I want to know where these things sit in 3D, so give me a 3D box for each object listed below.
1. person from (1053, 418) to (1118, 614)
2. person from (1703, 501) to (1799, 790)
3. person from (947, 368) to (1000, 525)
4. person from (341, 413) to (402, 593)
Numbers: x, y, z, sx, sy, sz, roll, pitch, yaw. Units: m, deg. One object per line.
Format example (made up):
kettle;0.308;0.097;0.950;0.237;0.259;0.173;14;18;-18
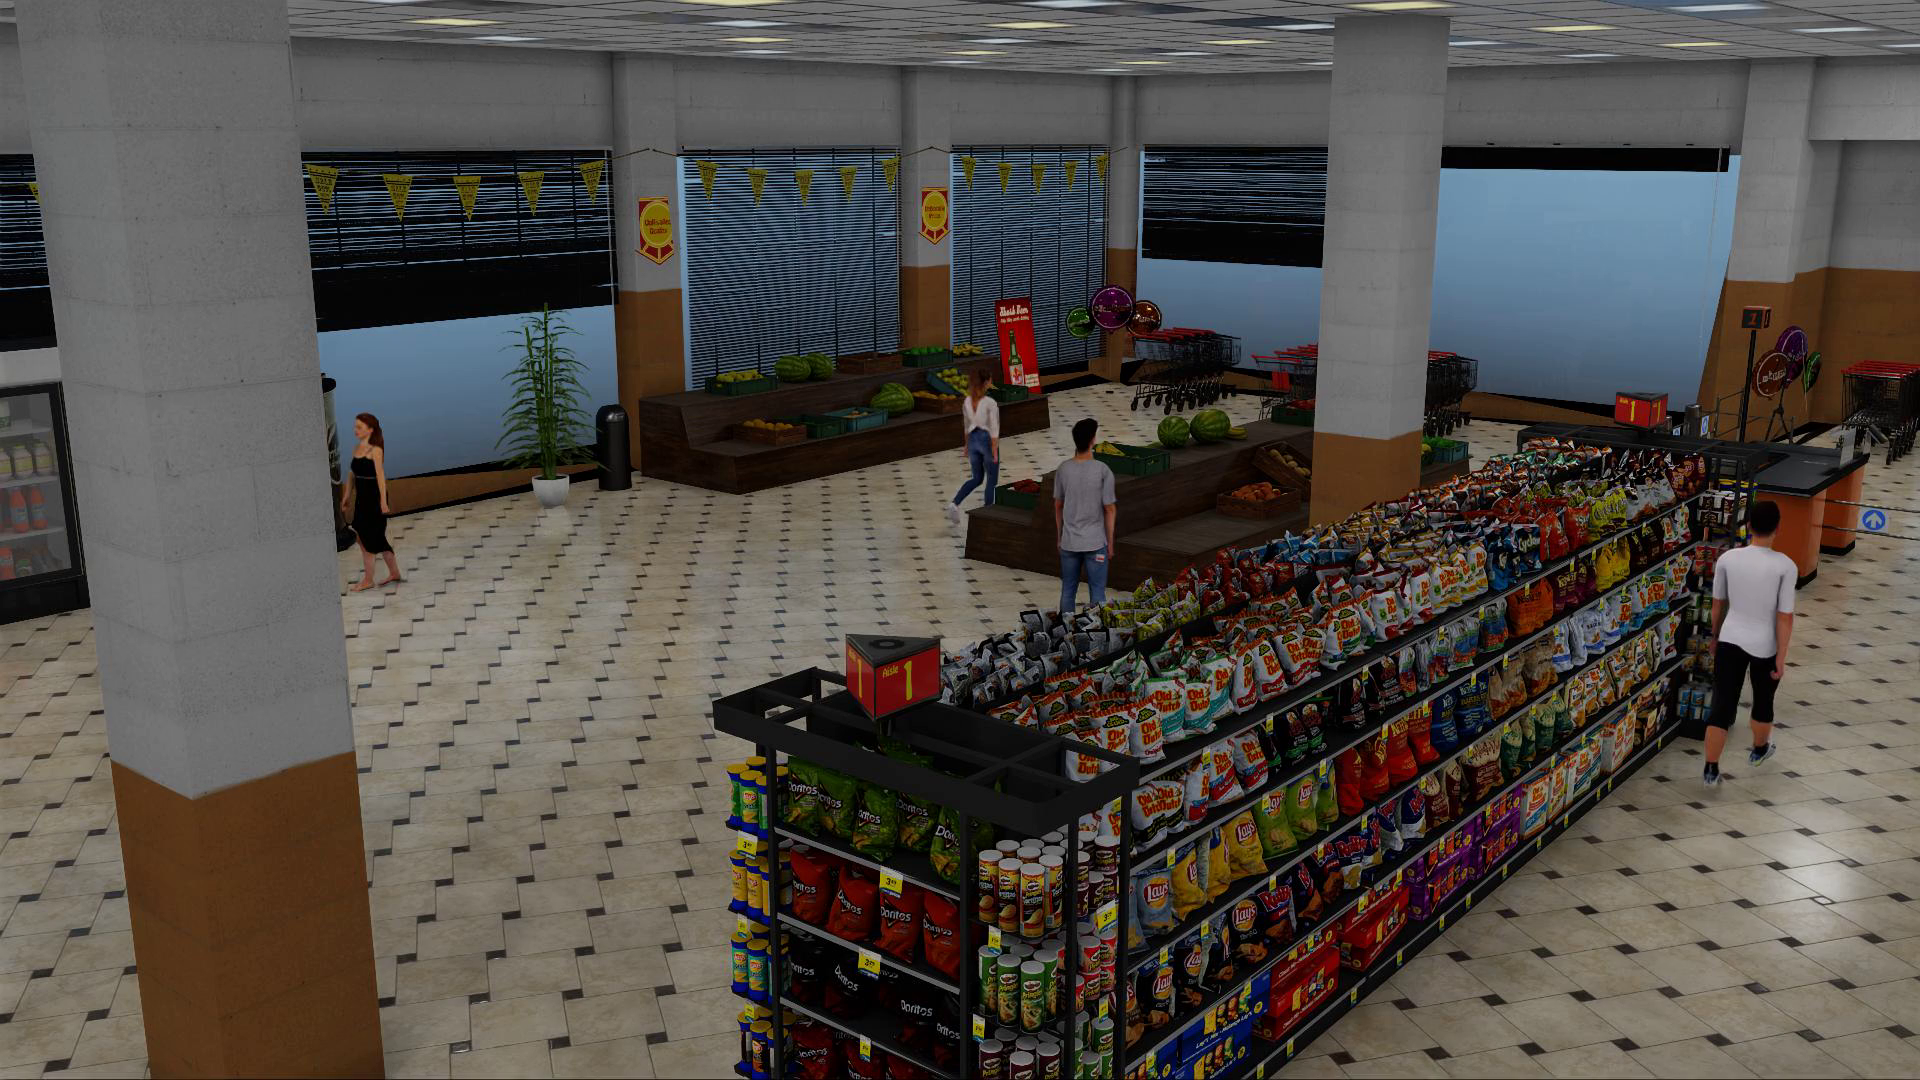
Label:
person;0.985;-0.029;13.232;0.724;1.890;0.656;7;15;25
person;4.895;0.704;10.397;0.657;1.801;1.194;11;17;38
person;0.178;-0.934;17.360;0.948;1.703;0.655;-13;19;-43
person;-5.292;-0.359;15.207;0.789;1.602;0.609;-13;19;-42
